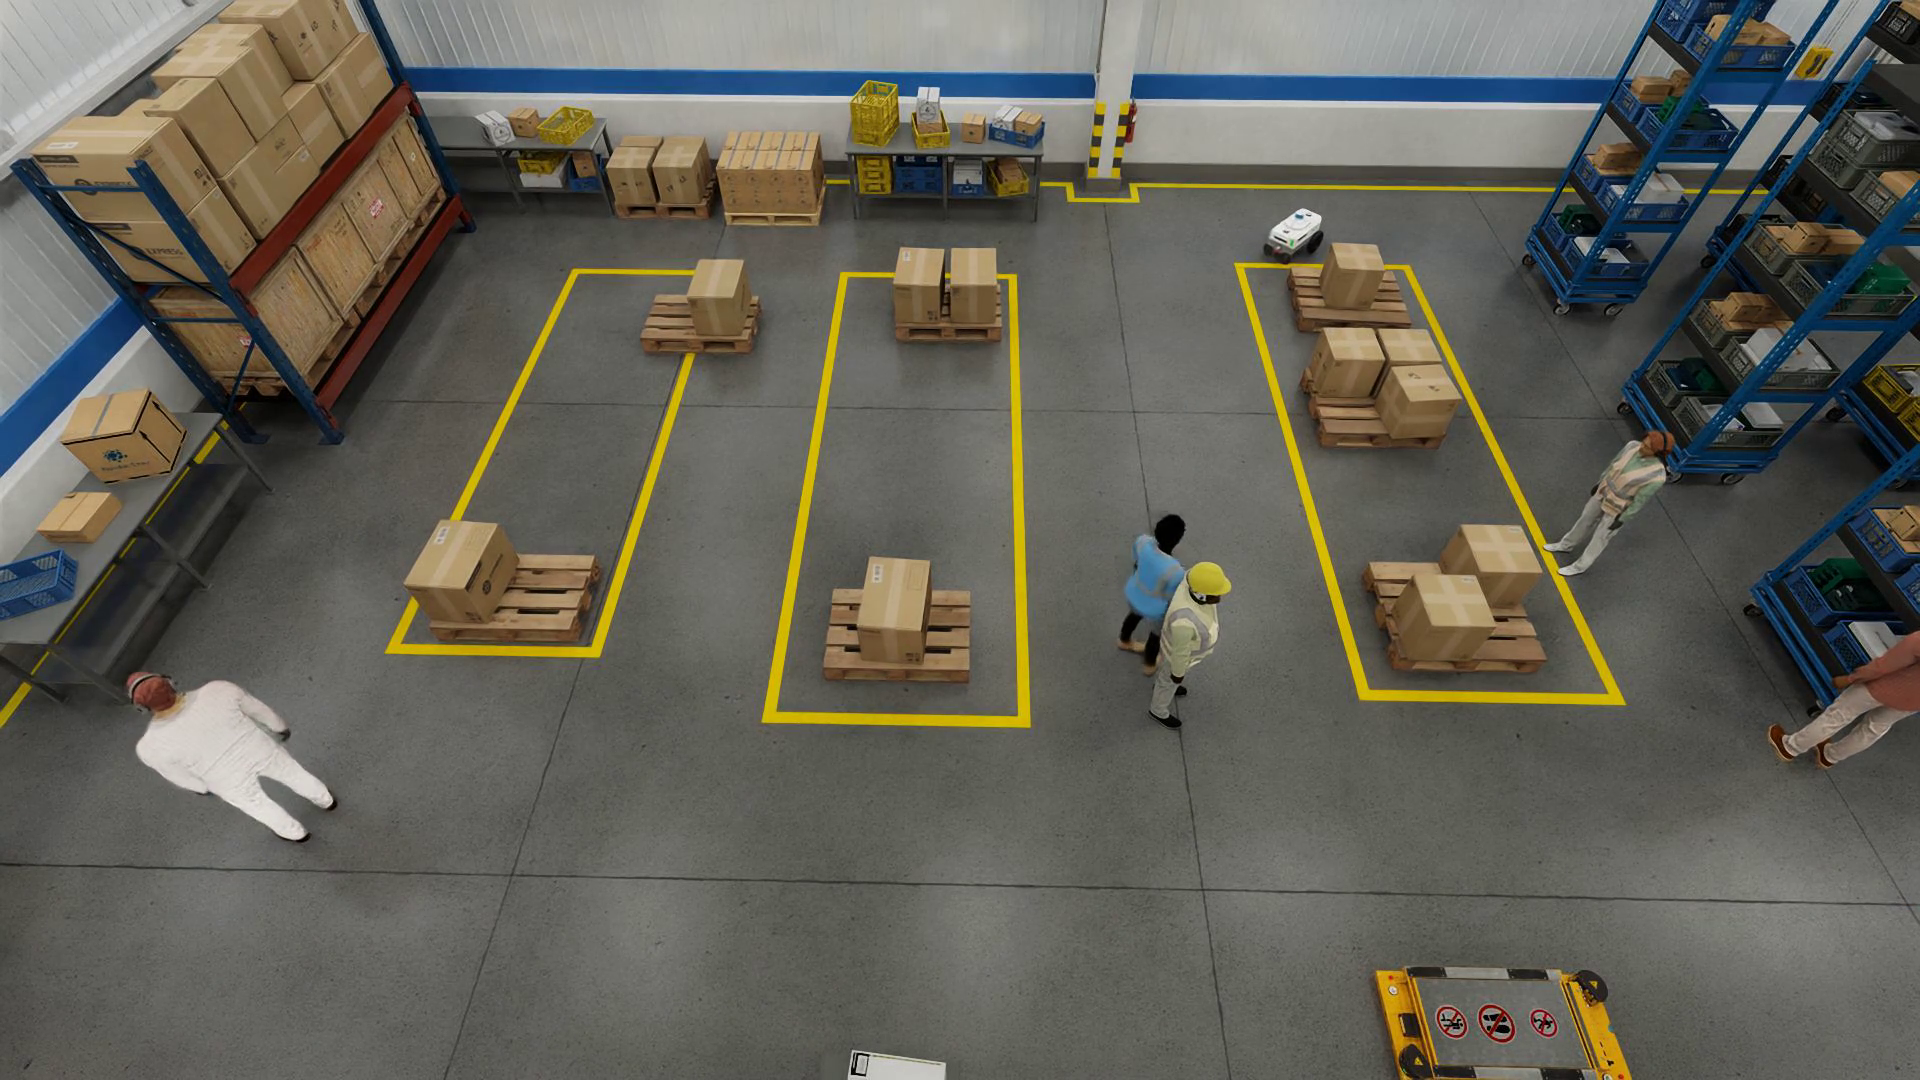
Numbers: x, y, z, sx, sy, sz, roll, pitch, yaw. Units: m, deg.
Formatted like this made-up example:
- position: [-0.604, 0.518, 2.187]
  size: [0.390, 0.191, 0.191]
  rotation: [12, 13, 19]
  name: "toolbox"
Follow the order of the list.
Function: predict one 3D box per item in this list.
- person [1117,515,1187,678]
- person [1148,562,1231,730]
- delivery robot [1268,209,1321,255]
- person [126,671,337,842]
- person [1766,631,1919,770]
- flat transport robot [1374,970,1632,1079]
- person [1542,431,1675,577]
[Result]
- position: [1.501, 0.453, 7.201]
  size: [0.358, 1.677, 0.577]
  rotation: [-25, 55, -19]
  name: "person"
- position: [1.686, 0.772, 6.836]
  size: [0.404, 1.837, 0.590]
  rotation: [15, 52, 12]
  name: "person"
- position: [4.150, -3.836, 11.355]
  size: [0.477, 0.478, 0.707]
  rotation: [37, 60, 26]
  name: "delivery robot"
- position: [-4.932, 1.464, 6.235]
  size: [0.394, 1.898, 0.658]
  rotation: [20, 54, 15]
  name: "person"
- position: [6.647, 1.042, 6.514]
  size: [0.611, 1.996, 0.378]
  rotation: [14, 52, 11]
  name: "person"
- position: [3.501, 3.133, 5.914]
  size: [1.431, 0.197, 0.652]
  rotation: [1, 51, 1]
  name: "flat transport robot"
- position: [5.592, -0.319, 7.856]
  size: [0.311, 1.631, 0.504]
  rotation: [0, 51, 0]
  name: "person"
